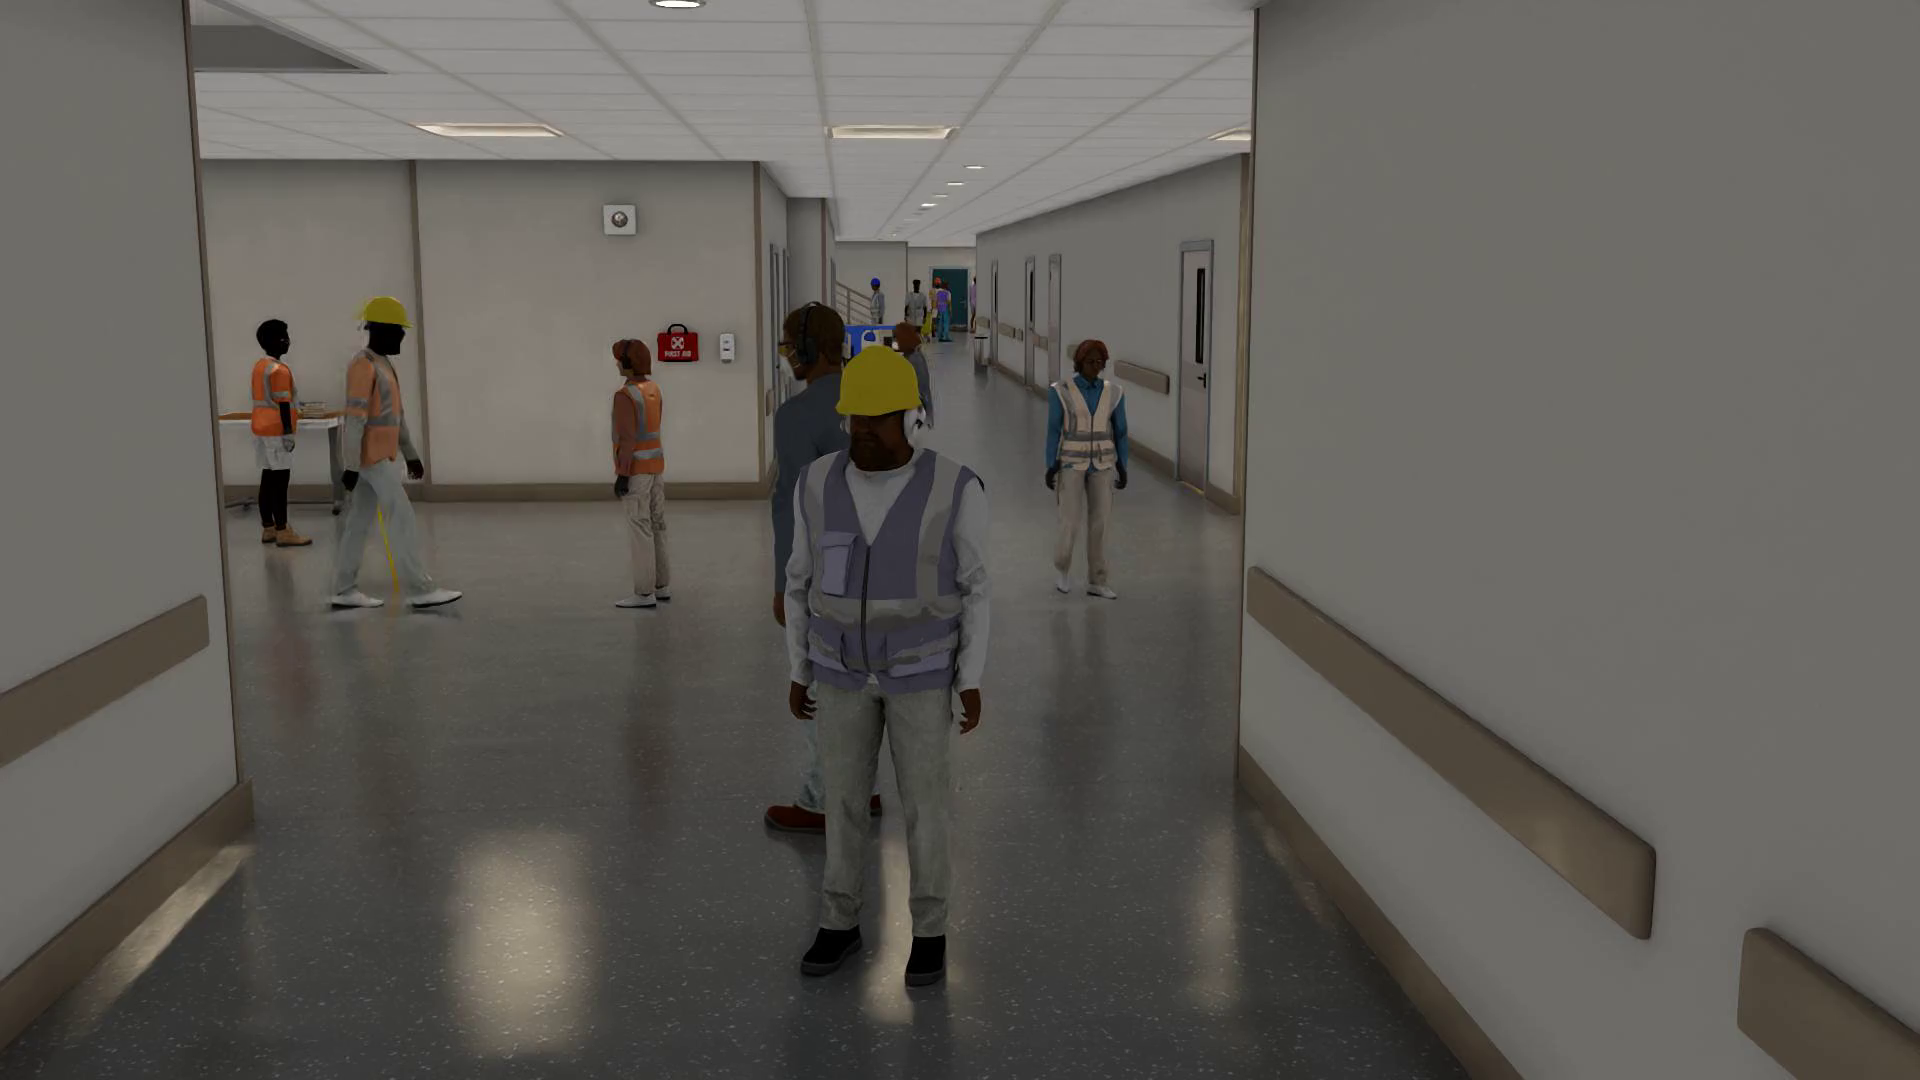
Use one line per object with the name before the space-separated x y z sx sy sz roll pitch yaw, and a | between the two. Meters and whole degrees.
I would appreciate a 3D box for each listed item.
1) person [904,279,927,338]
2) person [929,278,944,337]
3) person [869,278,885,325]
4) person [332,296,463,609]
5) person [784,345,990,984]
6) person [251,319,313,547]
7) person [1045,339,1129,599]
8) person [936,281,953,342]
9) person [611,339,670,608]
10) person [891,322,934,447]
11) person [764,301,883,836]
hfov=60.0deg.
person | -1.178 -6.050 44.693 0.600 1.931 0.975 1 9 6
person | -0.742 -7.609 54.439 0.545 1.942 0.354 -3 10 -20
person | -2.122 -5.717 42.541 0.406 1.947 0.606 -4 10 -24
person | -3.426 -0.523 10.090 0.858 1.891 0.592 -2 9 -13
person | -0.220 0.361 4.750 0.600 1.827 0.404 2 9 14
person | -5.116 -0.799 12.448 0.322 1.696 0.536 -8 12 -41
person | 0.792 -0.439 10.393 0.557 1.630 0.346 -2 9 -15
person | -0.481 -6.927 50.463 0.573 1.843 0.376 8 12 43
person | -1.959 -0.405 10.159 0.311 1.638 0.523 2 9 14
person | -0.420 -1.085 14.501 0.361 1.611 0.562 -5 10 -27
person | -0.481 0.106 6.055 0.386 1.931 0.632 4 10 26
